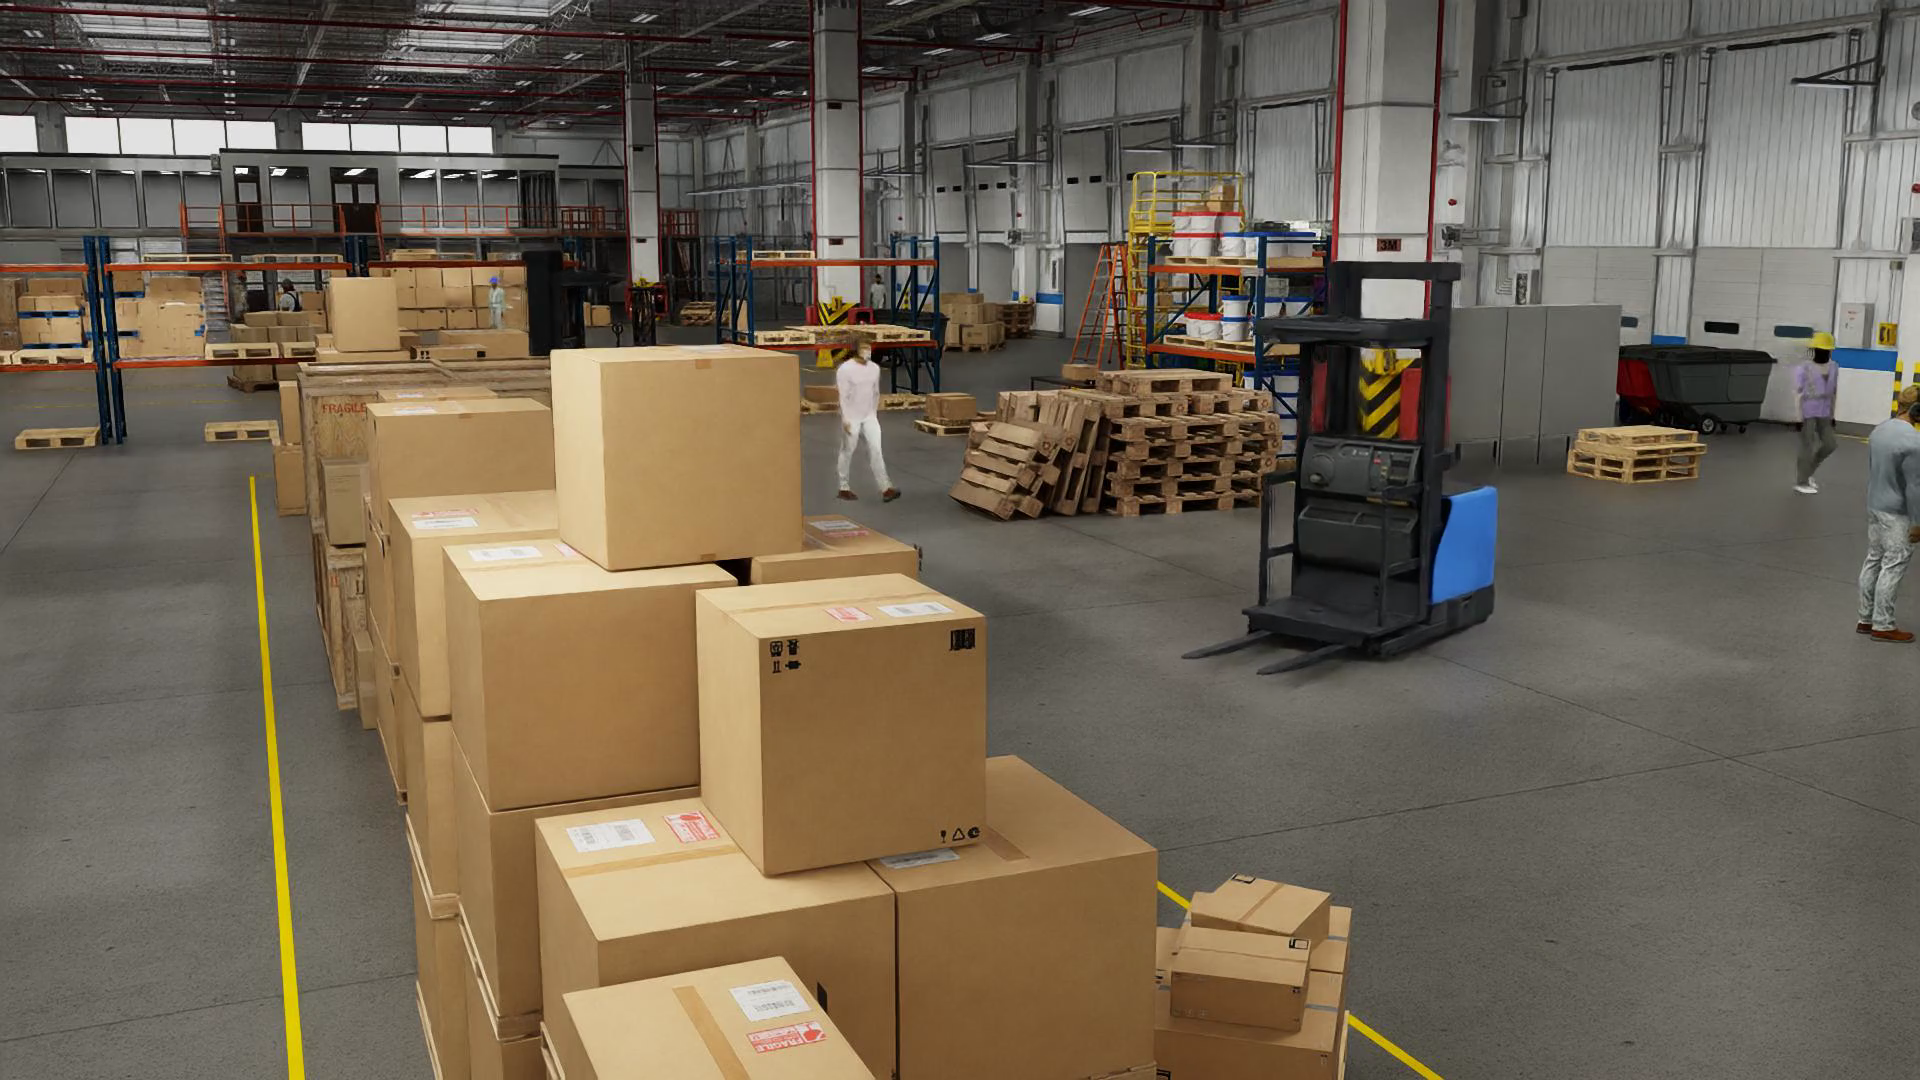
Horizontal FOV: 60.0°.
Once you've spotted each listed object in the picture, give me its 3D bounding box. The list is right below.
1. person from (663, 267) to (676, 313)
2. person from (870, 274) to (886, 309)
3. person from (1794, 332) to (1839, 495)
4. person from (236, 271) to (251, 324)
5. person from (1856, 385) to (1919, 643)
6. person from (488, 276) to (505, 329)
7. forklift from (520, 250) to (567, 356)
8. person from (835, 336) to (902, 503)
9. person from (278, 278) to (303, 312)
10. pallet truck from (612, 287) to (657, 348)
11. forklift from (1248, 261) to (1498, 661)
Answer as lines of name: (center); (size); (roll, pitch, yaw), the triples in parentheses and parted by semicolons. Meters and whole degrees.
person: (-11.733, -10.095, 67.180); (0.505, 1.846, 0.346); (2, 10, 10)
person: (-2.669, -7.758, 54.299); (0.523, 1.852, 0.782); (1, 10, 3)
person: (10.063, -1.482, 19.521); (0.627, 1.908, 0.424); (-3, 11, -17)
person: (-23.853, -7.976, 55.277); (0.453, 1.924, 0.568); (-8, 13, -39)
person: (6.969, -0.191, 12.381); (0.386, 1.928, 0.641); (0, 10, 0)
person: (-13.221, -6.575, 47.553); (0.610, 1.931, 0.527); (7, 13, 35)
forklift: (-5.798, -2.662, 23.356); (1.873, 2.768, 1.129); (0, 10, 2)
person: (-1.091, -1.350, 18.852); (0.651, 1.887, 1.010); (-8, 13, -38)
person: (-16.215, -5.294, 40.179); (0.535, 2.000, 0.686); (3, 11, 14)
pallet truck: (-6.464, -4.406, 35.401); (0.823, 1.965, 1.885); (6, 12, 32)
forklift: (3.198, -0.692, 12.499); (1.129, 2.768, 1.873); (10, 14, 42)
